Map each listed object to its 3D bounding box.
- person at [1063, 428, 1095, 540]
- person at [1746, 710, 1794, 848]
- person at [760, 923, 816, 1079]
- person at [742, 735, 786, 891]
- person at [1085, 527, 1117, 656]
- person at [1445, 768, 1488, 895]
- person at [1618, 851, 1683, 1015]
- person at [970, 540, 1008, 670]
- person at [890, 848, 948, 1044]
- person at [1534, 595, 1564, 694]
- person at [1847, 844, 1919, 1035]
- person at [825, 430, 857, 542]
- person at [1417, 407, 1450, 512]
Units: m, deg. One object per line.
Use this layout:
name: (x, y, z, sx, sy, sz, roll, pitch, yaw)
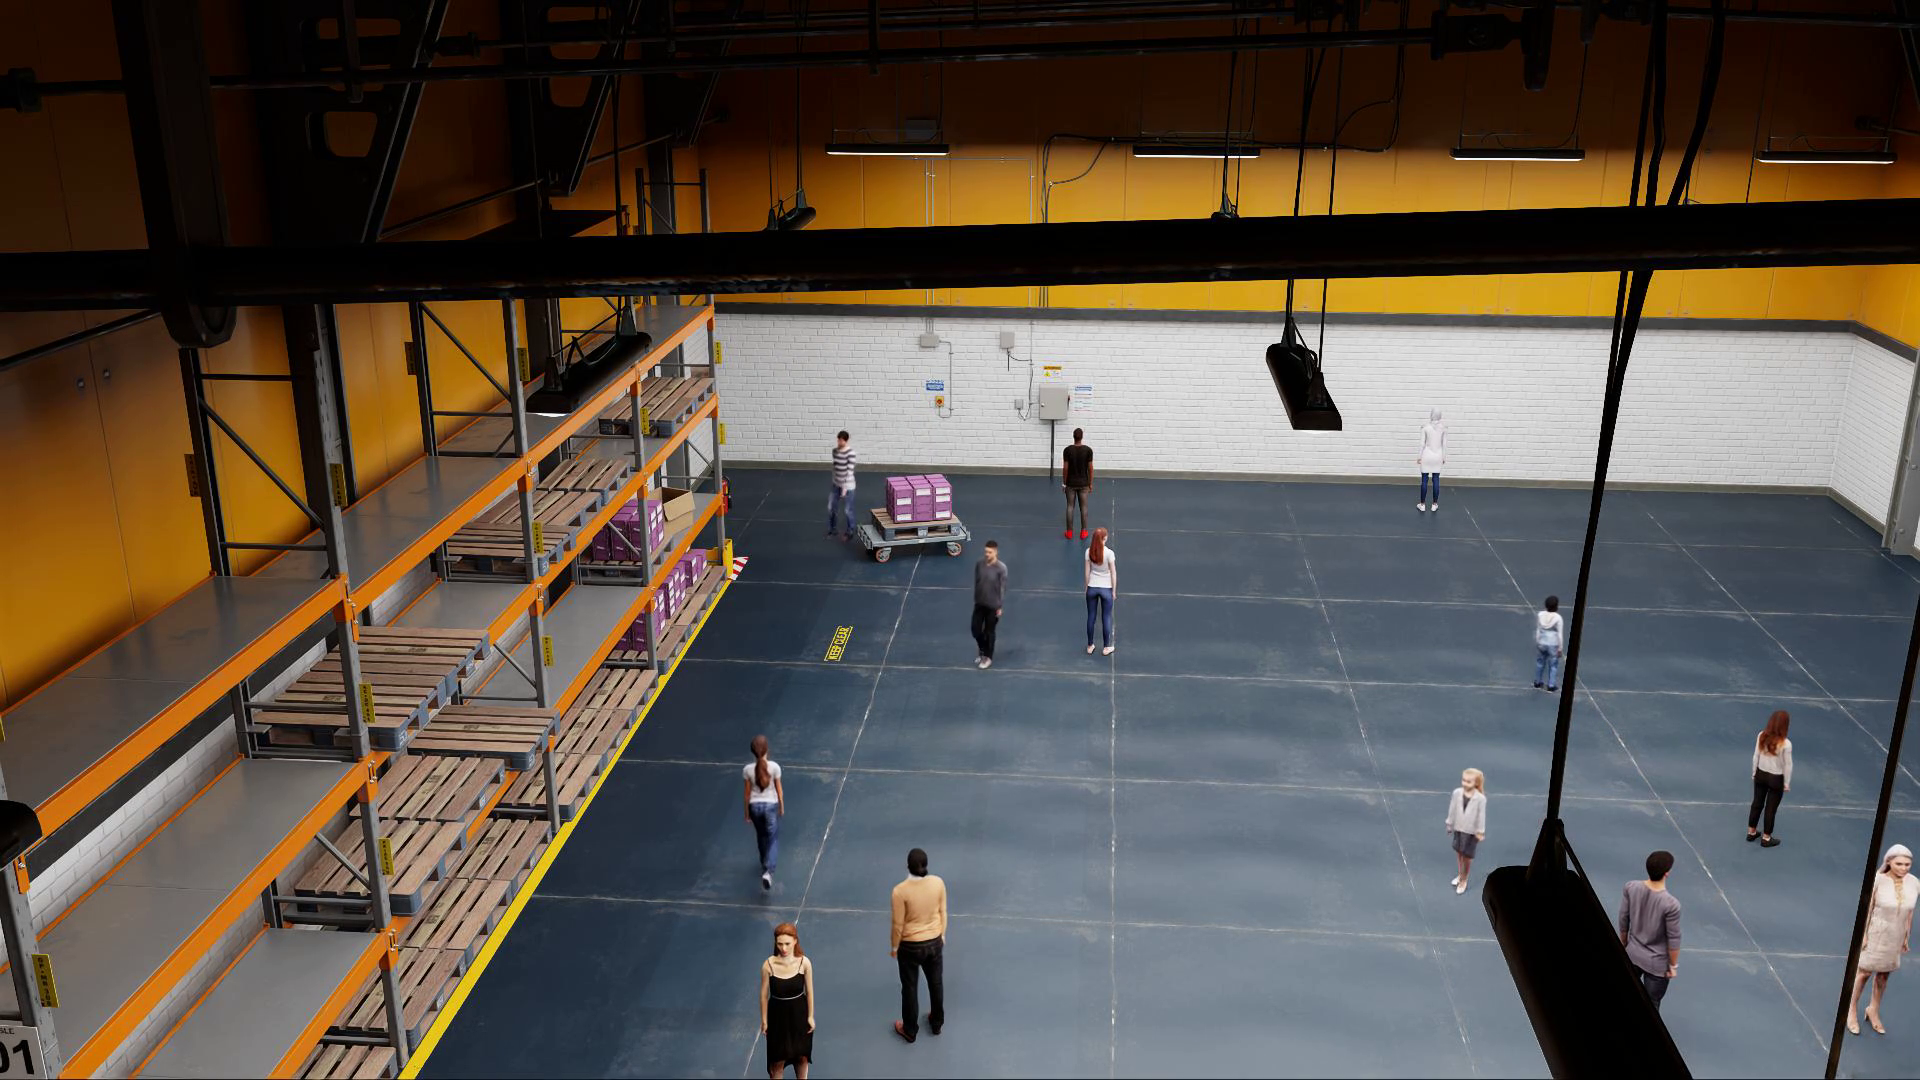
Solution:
person: (1.868, -0.907, 26.465, 0.639, 1.806, 0.530, 1, 19, 2)
person: (8.305, 2.433, 17.050, 0.676, 1.485, 0.604, -13, 23, -34)
person: (-1.340, 3.725, 12.995, 0.635, 1.625, 0.646, -3, 19, -9)
person: (-1.912, 2.666, 16.273, 0.563, 1.540, 1.012, 0, 19, 1)
person: (1.836, 0.667, 21.894, 0.618, 1.739, 0.604, 7, 20, 19)
person: (4.992, 2.807, 16.286, 0.717, 1.264, 0.657, -17, 25, -41)
person: (5.634, 3.389, 13.634, 0.797, 1.853, 0.721, -13, 23, -35)
person: (0.409, 0.804, 21.477, 0.731, 1.746, 0.738, 10, 21, 28)
person: (-0.338, 3.359, 13.879, 0.754, 1.754, 0.761, -8, 20, -23)
person: (7.347, 1.294, 20.788, 0.650, 1.259, 0.593, -17, 25, -41)
person: (7.739, 3.341, 13.960, 0.608, 1.736, 0.560, 0, 19, 0)
person: (-1.768, -0.869, 26.317, 0.823, 1.828, 0.878, 14, 23, 36)
person: (7.905, -1.363, 27.869, 0.614, 1.775, 0.516, 2, 19, 6)
